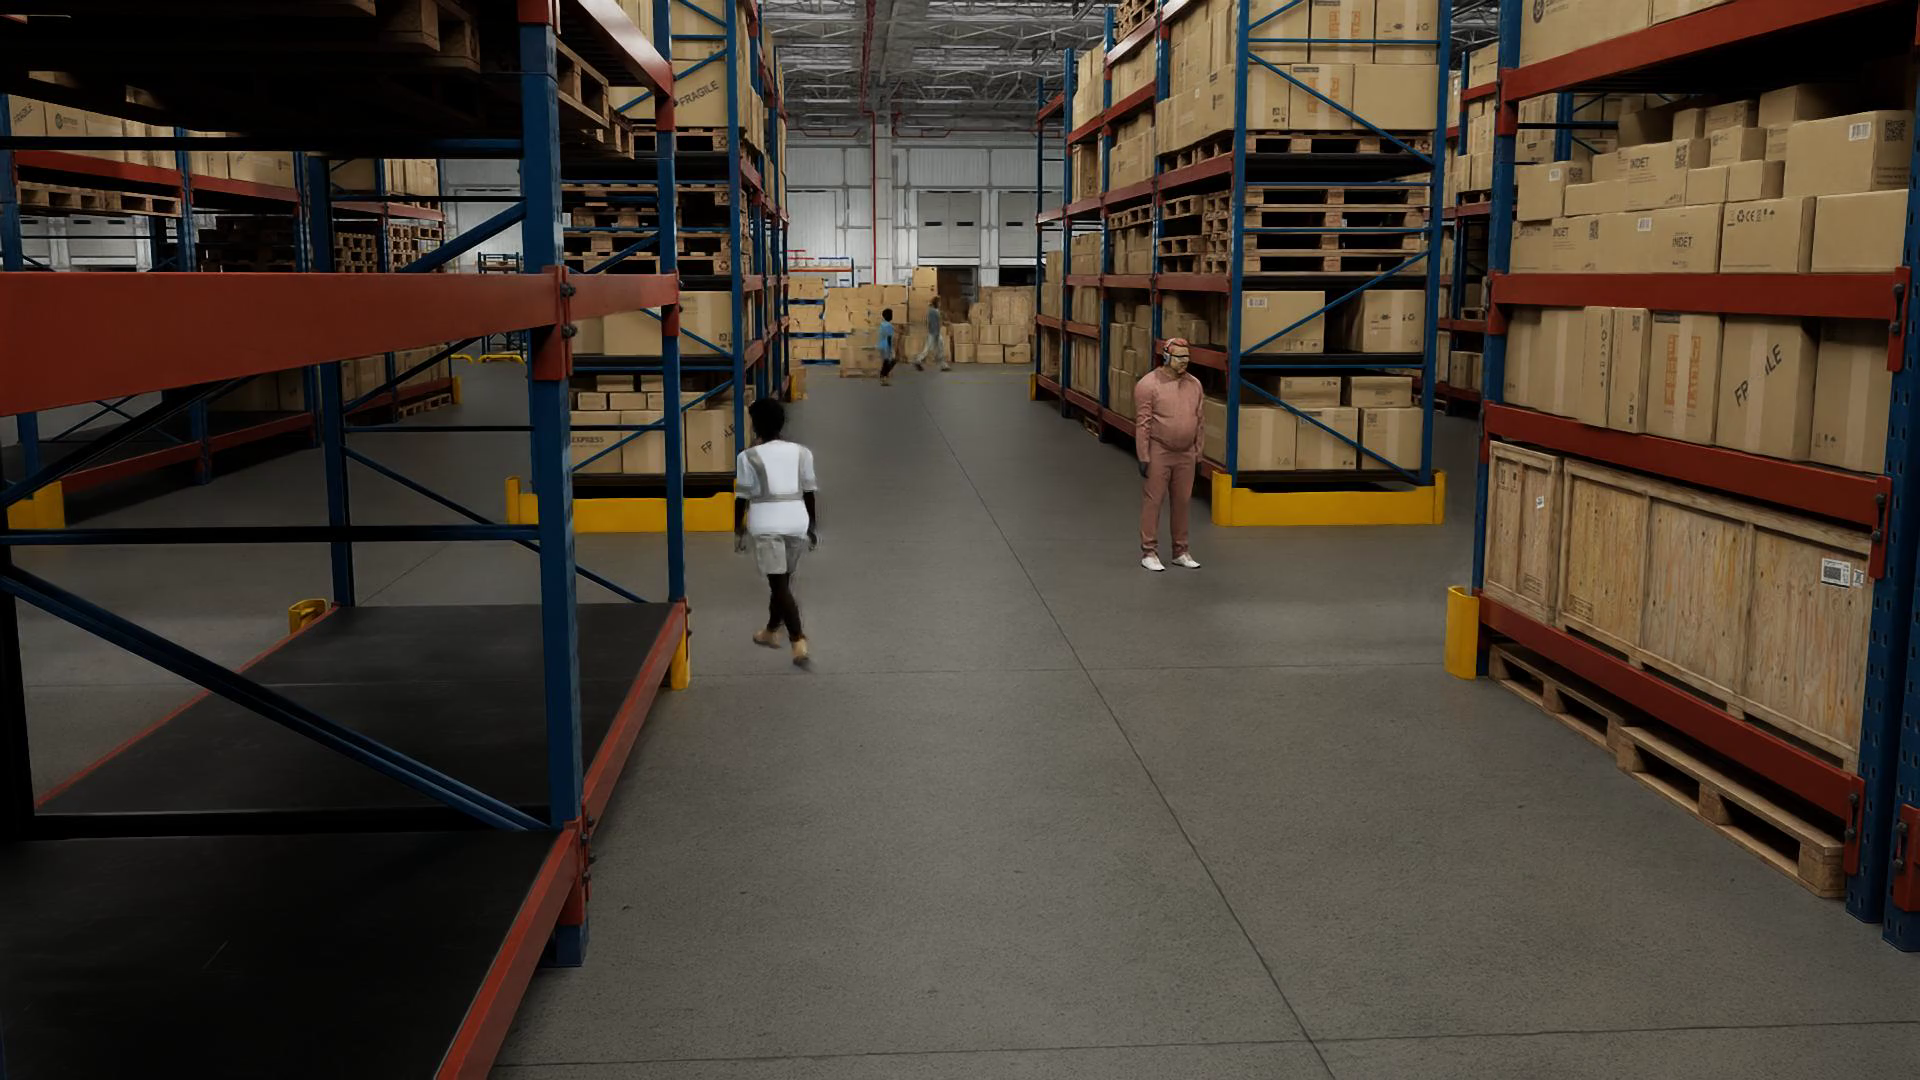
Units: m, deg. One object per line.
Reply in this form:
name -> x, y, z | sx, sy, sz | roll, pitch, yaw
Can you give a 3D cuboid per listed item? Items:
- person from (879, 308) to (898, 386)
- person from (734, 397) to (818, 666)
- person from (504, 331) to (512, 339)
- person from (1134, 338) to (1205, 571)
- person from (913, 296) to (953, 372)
person -> -1.562, -4.182, 36.082 | 0.367, 1.685, 0.543 | -3, 10, -21
person -> -1.133, -0.061, 10.367 | 0.540, 1.656, 0.891 | -6, 11, -33
person -> -17.010, -8.495, 62.498 | 0.589, 1.913, 0.416 | -8, 12, -42
person -> 1.731, -0.694, 13.574 | 0.642, 1.900, 0.400 | -4, 10, -26
person -> -0.686, -5.128, 41.411 | 0.963, 1.909, 0.637 | 2, 9, 15
